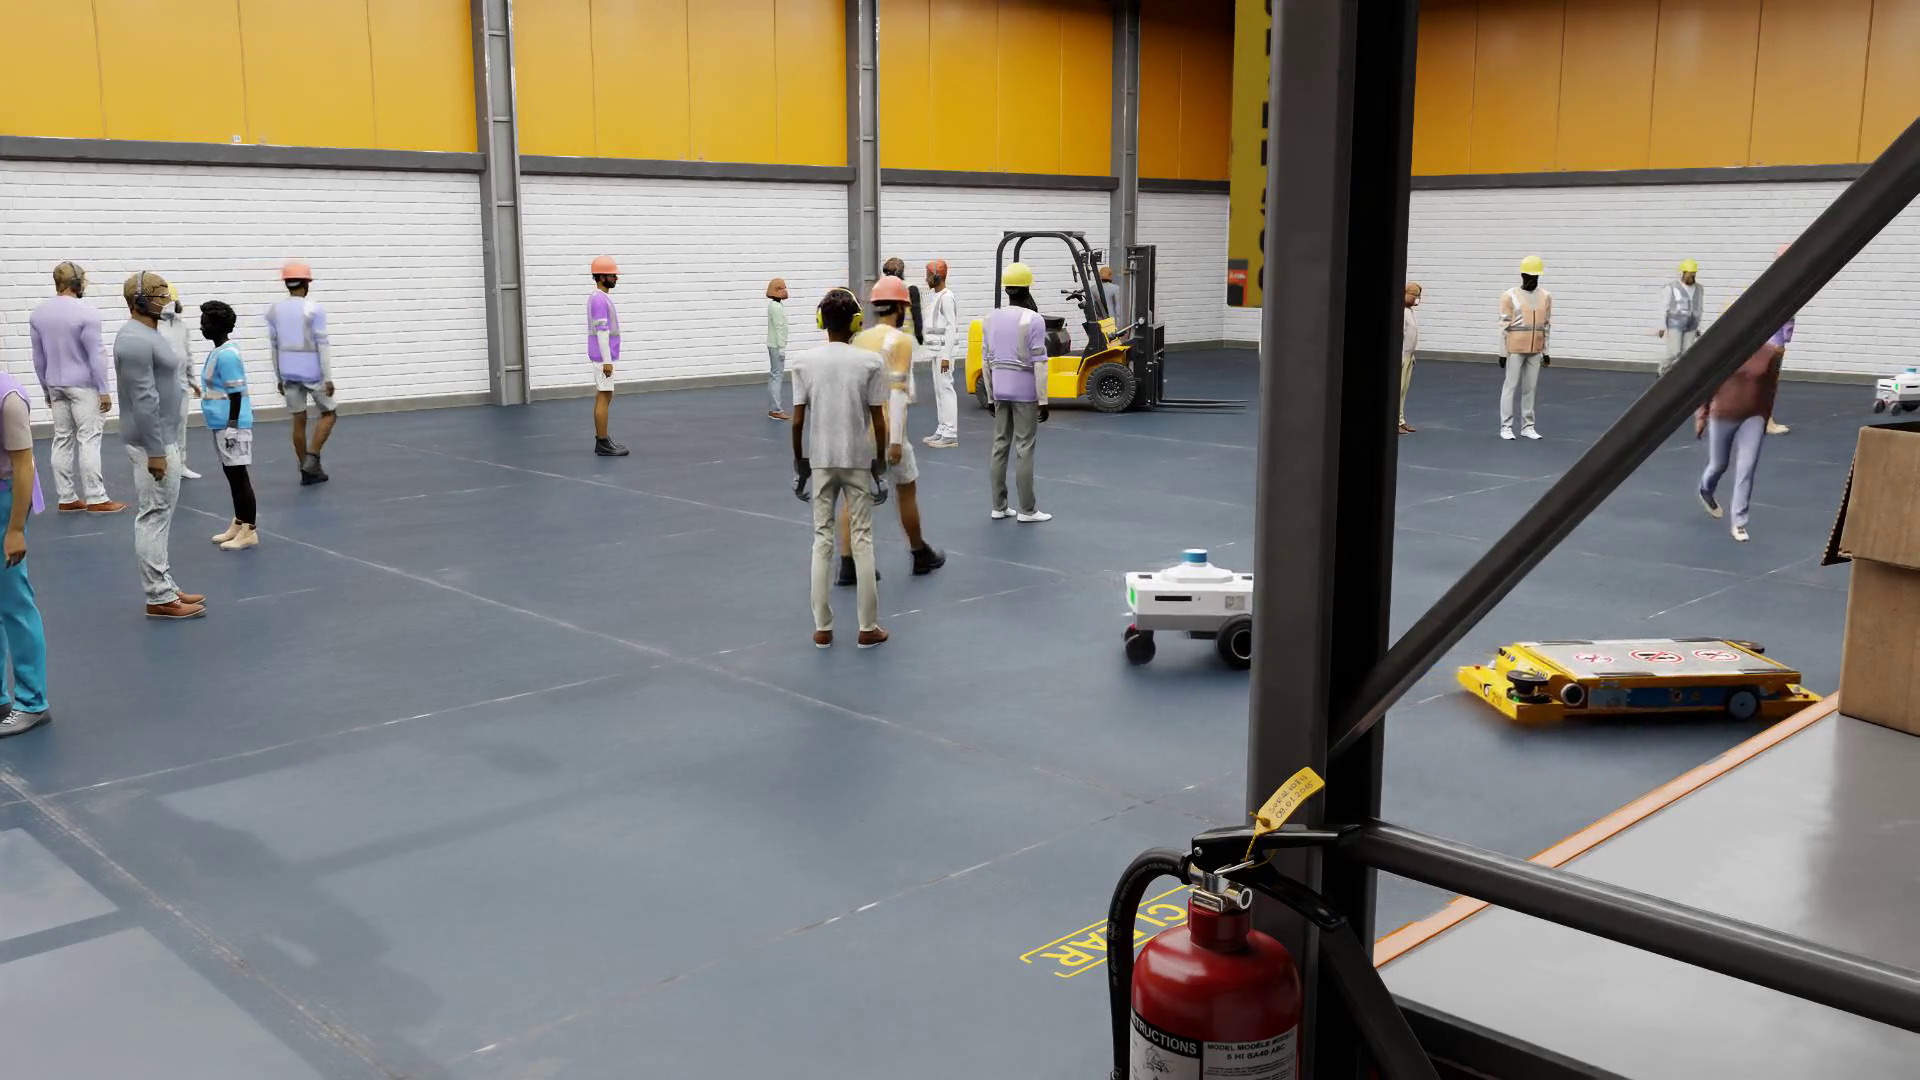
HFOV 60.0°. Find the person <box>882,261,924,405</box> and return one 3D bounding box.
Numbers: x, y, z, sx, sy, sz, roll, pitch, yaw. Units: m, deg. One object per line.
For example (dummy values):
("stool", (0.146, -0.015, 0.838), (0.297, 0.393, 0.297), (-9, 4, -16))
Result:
("person", (-0.747, -2.592, 20.918), (0.511, 1.811, 0.642), (-8, 13, -37))

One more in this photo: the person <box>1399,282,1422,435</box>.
("person", (4.805, -1.961, 17.947), (0.284, 1.633, 0.498), (6, 12, 29))

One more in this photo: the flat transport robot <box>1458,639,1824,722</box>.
("flat transport robot", (3.086, 0.625, 7.564), (1.431, 0.197, 0.652), (-1, 10, -5))

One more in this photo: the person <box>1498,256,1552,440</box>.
("person", (5.912, -2.000, 17.390), (0.584, 1.919, 0.391), (-3, 11, -15))

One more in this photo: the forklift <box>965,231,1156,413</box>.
("forklift", (1.222, -2.721, 20.561), (2.313, 2.155, 1.214), (2, 11, 13))

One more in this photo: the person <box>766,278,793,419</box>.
("person", (-2.112, -2.224, 19.374), (0.275, 1.635, 0.506), (-3, 11, -14))

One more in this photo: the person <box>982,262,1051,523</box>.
("person", (0.424, -1.089, 12.387), (0.588, 1.930, 0.361), (9, 13, 39))

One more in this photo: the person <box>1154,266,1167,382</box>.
("person", (2.682, -3.118, 23.940), (0.714, 1.745, 0.549), (-3, 11, -14))

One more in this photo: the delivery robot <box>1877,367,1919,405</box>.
("delivery robot", (11.339, -1.818, 19.859), (0.707, 0.478, 0.477), (-3, 11, -14))

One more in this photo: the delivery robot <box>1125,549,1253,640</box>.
("delivery robot", (1.186, 0.289, 8.366), (0.707, 0.478, 0.477), (1, 10, 4))

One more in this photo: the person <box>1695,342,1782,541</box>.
("person", (5.540, -0.893, 11.939), (0.532, 1.716, 0.815), (2, 11, 12))

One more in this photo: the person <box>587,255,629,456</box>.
("person", (-3.431, -1.783, 16.150), (0.356, 1.938, 0.543), (-3, 11, -15))

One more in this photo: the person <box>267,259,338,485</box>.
("person", (-5.596, -1.421, 14.194), (0.582, 1.924, 0.393), (2, 11, 12))

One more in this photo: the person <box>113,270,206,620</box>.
("person", (-4.482, -0.525, 9.286), (0.372, 1.940, 0.630), (-4, 11, -22))

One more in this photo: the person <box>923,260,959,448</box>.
("person", (-0.186, -1.875, 16.798), (0.337, 1.882, 0.583), (-2, 11, -11))

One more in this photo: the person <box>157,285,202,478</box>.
("person", (-6.840, -1.356, 14.426), (0.383, 1.722, 0.536), (5, 12, 26))

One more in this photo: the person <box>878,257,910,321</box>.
("person", (-0.844, -2.743, 21.645), (0.429, 1.844, 0.627), (-6, 12, -31))

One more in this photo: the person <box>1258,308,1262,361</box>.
("person", (2.935, -1.553, 14.789), (0.405, 1.985, 0.616), (-10, 14, -43))

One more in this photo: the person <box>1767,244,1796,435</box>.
("person", (8.839, -2.162, 17.936), (0.393, 2.041, 0.605), (5, 11, 24))

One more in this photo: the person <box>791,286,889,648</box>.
("person", (-0.620, -0.366, 8.609), (0.512, 1.872, 0.330), (1, 10, 7))

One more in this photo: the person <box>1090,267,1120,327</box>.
("person", (2.294, -3.516, 26.426), (0.507, 1.631, 0.266), (3, 11, 13))

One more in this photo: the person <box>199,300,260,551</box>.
("person", (-4.992, -0.779, 11.331), (0.316, 1.695, 0.542), (-6, 12, -31))

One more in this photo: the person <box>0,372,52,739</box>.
("person", (-4.165, -0.084, 7.130), (0.566, 1.847, 0.389), (5, 12, 26))

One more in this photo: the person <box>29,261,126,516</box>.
("person", (-6.740, -1.146, 12.674), (0.635, 1.936, 0.354), (3, 11, 17))

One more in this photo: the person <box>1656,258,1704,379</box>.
("person", (9.914, -2.958, 22.871), (0.597, 1.819, 0.479), (-2, 11, -11))

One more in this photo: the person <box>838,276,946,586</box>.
("person", (-0.446, -0.681, 10.308), (0.570, 1.876, 0.904), (10, 14, 43))
